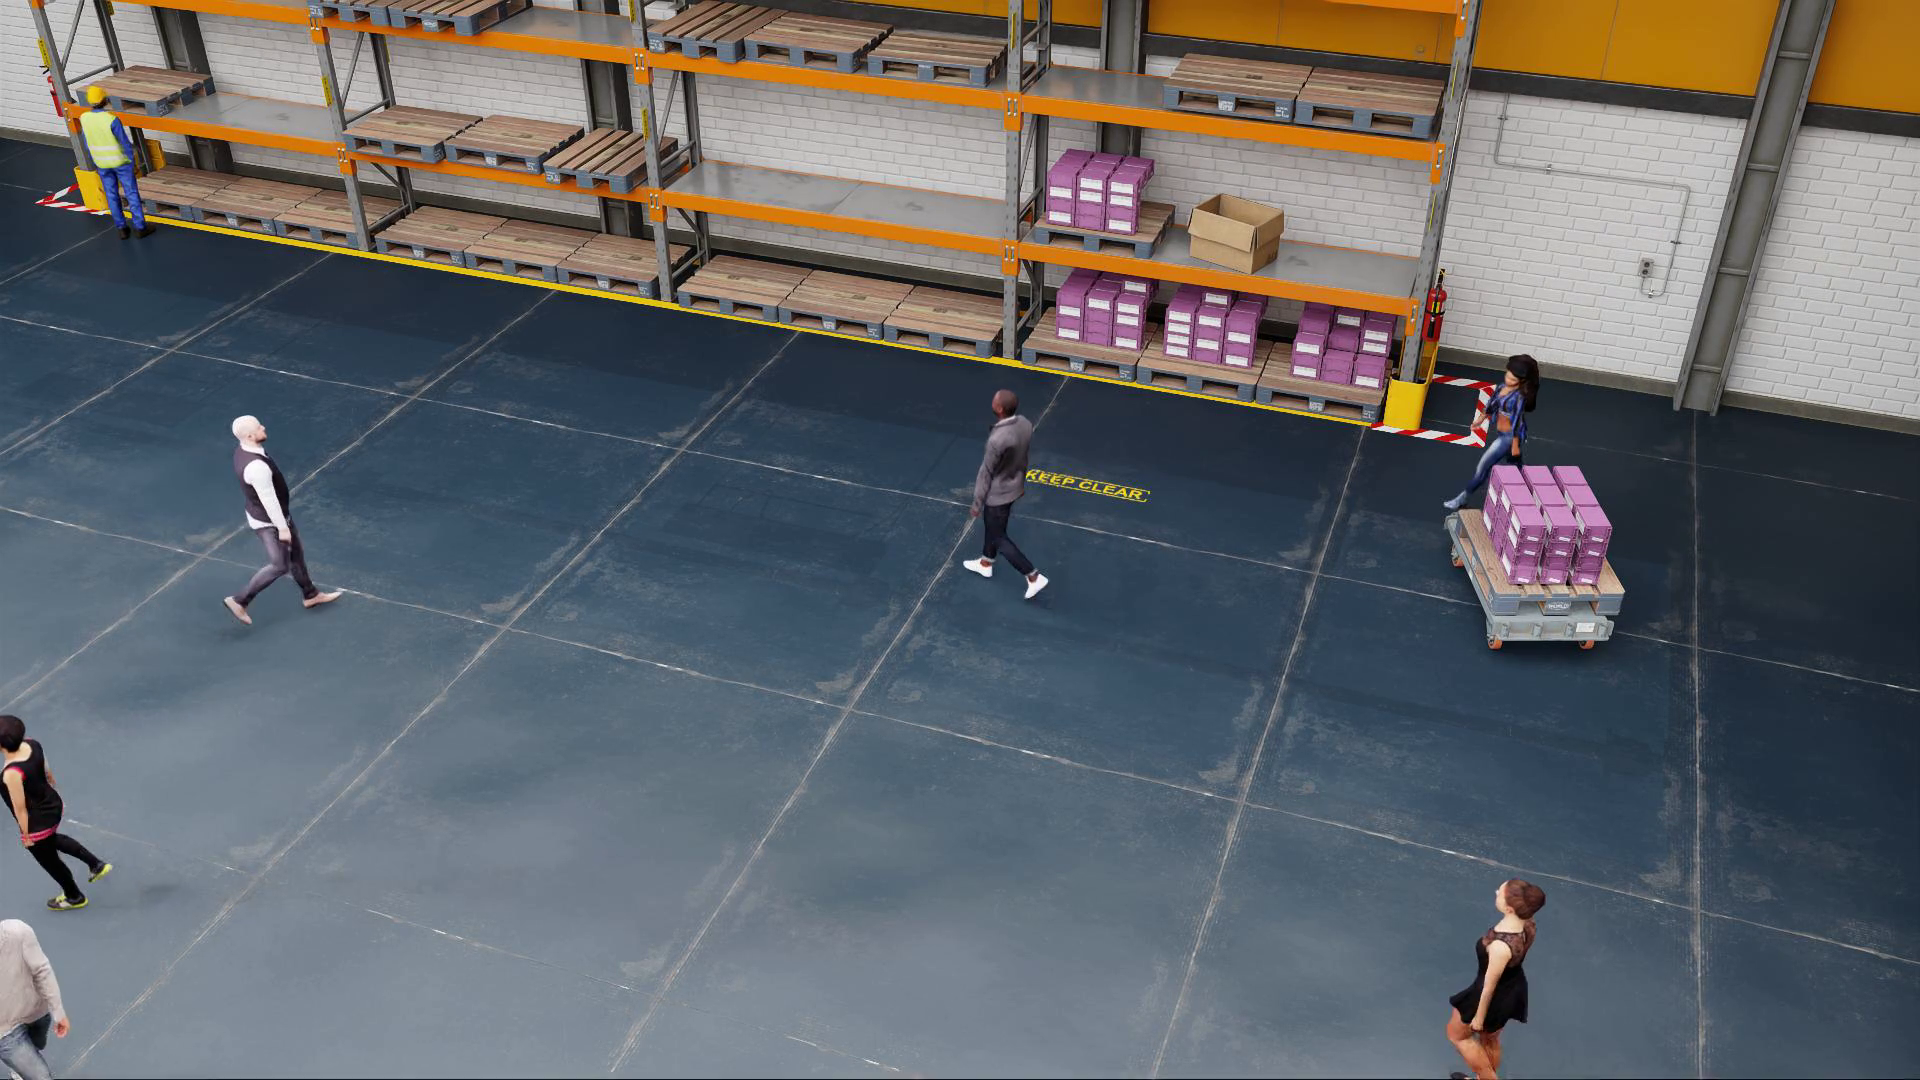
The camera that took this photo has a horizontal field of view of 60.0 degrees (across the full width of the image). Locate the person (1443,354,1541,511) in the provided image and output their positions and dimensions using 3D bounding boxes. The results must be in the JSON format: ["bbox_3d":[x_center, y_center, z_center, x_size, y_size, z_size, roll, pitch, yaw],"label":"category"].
[{"bbox_3d":[4.794,-0.882,14.341,1.060,1.576,0.783,4,34,6],"label":"person"}]

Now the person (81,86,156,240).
[{"bbox_3d":[-9.905,-4.416,19.447,0.650,1.810,0.808,-4,34,-5],"label":"person"}]

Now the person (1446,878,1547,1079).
[{"bbox_3d":[3.005,2.536,9.119,0.752,1.665,0.702,27,42,34],"label":"person"}]

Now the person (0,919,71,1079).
[{"bbox_3d":[-5.158,2.529,9.001,1.337,1.806,0.884,22,39,29],"label":"person"}]

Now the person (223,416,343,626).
[{"bbox_3d":[-5.454,-0.120,12.990,1.171,1.803,1.157,-19,38,-26],"label":"person"}]

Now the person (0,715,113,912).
[{"bbox_3d":[-5.713,1.720,10.455,0.752,1.544,0.677,-4,34,-6],"label":"person"}]

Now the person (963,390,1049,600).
[{"bbox_3d":[0.399,-0.344,13.336,1.128,1.792,0.816,18,37,24],"label":"person"}]
